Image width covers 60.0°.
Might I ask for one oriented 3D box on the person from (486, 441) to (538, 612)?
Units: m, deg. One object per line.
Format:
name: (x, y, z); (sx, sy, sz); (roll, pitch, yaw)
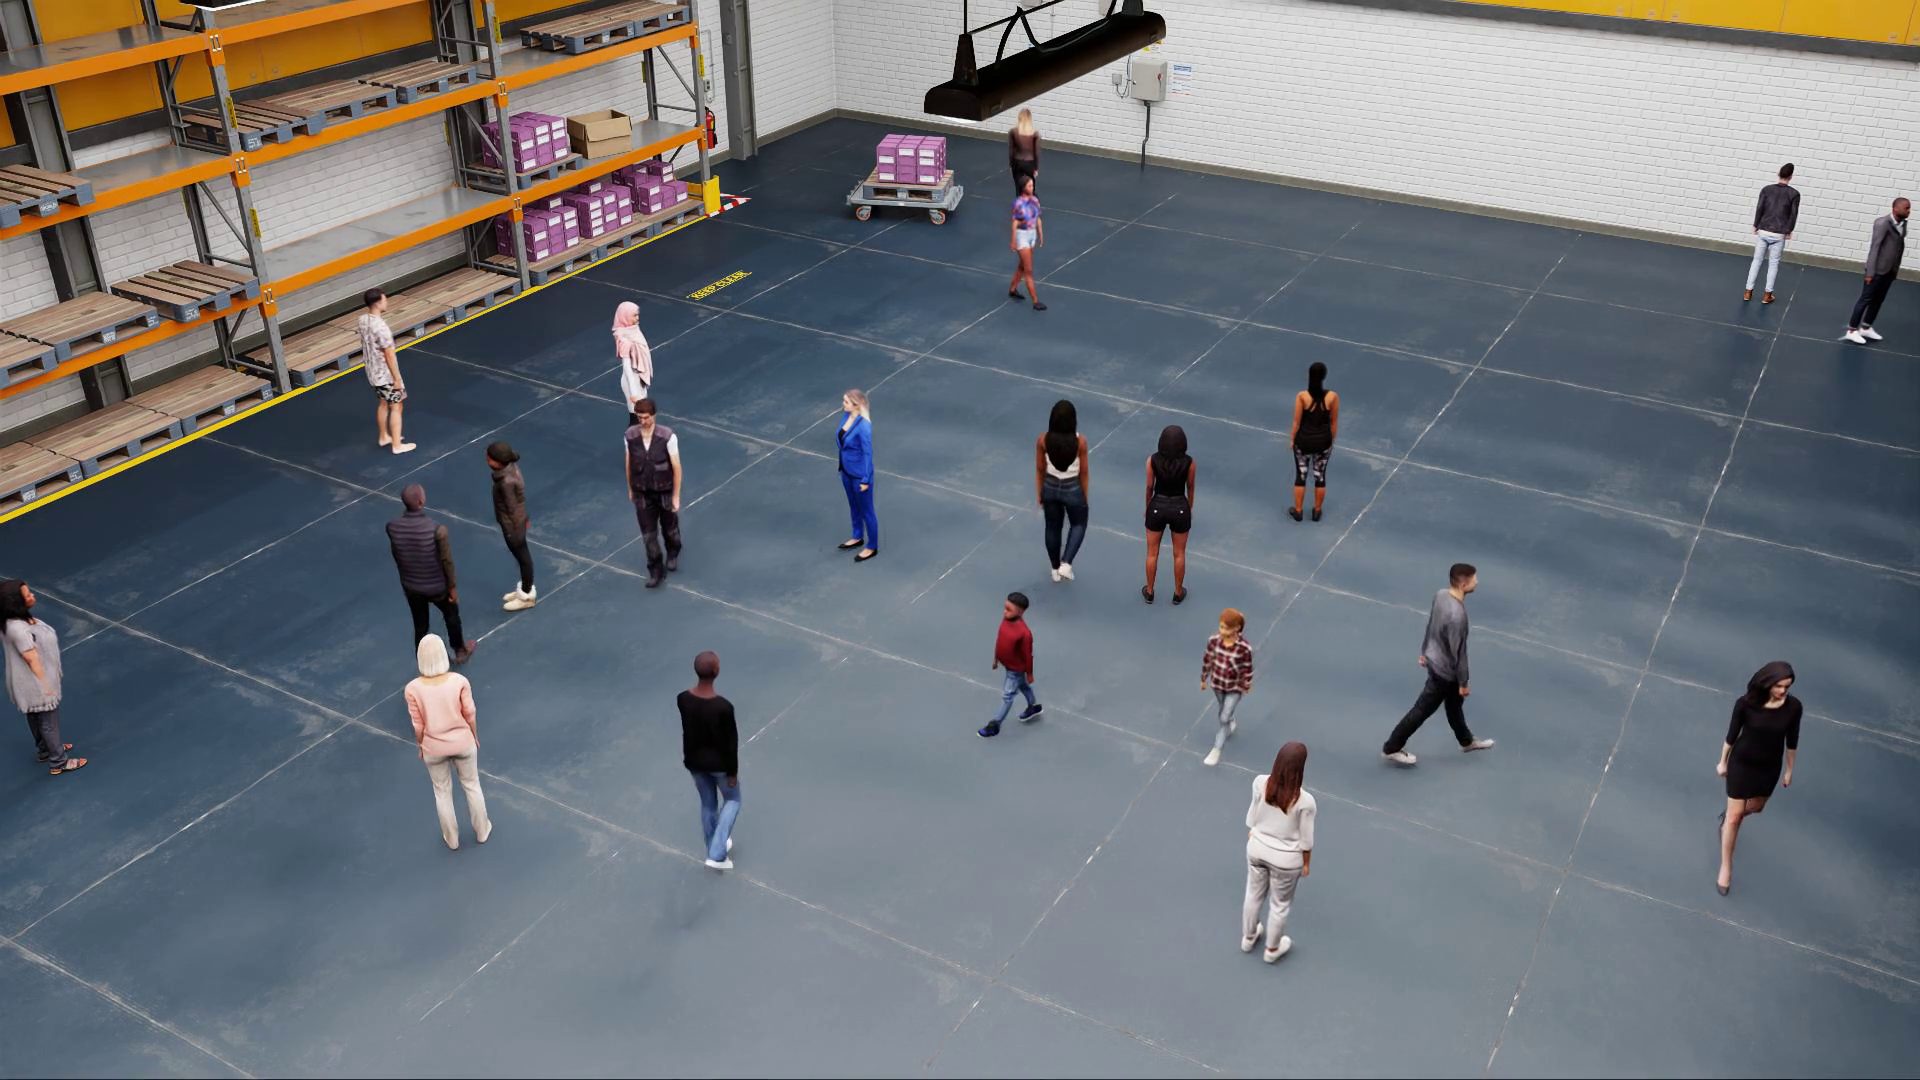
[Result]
person: (-3.982, -0.121, 14.675); (0.731, 1.660, 0.667); (21, 35, 34)

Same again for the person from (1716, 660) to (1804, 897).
person: (5.469, 1.548, 11.486); (0.819, 1.785, 1.044); (4, 29, 8)

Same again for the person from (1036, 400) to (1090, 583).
person: (0.919, -0.383, 15.009); (0.746, 1.801, 0.820); (8, 30, 14)

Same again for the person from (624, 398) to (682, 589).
person: (-2.763, -0.485, 15.165); (0.907, 1.831, 1.003); (1, 29, 1)

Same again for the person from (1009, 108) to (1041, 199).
person: (0.928, -5.450, 24.416); (0.728, 1.687, 0.781); (3, 29, 5)

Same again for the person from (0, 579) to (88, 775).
person: (-7.050, 1.021, 12.635); (0.697, 1.609, 0.726); (25, 37, 38)

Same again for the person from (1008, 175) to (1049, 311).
person: (0.799, -3.857, 21.482); (1.060, 1.701, 0.865); (-24, 37, -37)

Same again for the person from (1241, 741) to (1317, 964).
person: (2.037, 2.013, 10.734); (0.599, 1.688, 0.548); (17, 33, 28)

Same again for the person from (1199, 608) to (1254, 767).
person: (2.101, 1.072, 12.901); (0.567, 1.266, 0.917); (18, 34, 30)

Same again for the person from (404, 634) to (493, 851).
person: (-3.627, 1.427, 11.770); (0.663, 1.725, 0.732); (-9, 30, -16)

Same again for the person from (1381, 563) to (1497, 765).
person: (3.577, 0.983, 12.597); (1.105, 1.712, 1.179); (-1, 29, -2)

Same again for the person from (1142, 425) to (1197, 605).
person: (1.852, -0.229, 14.790); (0.663, 1.741, 0.649); (3, 29, 6)

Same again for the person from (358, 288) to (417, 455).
person: (-6.108, -1.784, 17.571); (0.726, 1.807, 0.645); (24, 36, 36)

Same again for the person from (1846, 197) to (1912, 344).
person: (11.277, -3.327, 20.391); (0.744, 1.815, 0.860); (-13, 31, -23)

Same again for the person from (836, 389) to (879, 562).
person: (-0.949, -0.634, 15.575); (0.699, 1.699, 0.698); (-17, 33, -28)

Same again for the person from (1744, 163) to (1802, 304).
person: (10.543, -3.984, 21.573); (0.676, 1.836, 0.575); (19, 34, 31)

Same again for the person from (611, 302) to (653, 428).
person: (-3.384, -1.608, 17.252); (0.795, 1.804, 0.700); (0, 29, -1)

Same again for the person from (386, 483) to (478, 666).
person: (-4.377, 0.427, 13.516); (0.938, 1.809, 1.085); (3, 29, 5)

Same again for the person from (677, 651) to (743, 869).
person: (-1.754, 1.585, 11.469); (0.692, 1.737, 0.811); (8, 30, 14)

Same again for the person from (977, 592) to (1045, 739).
person: (0.486, 0.957, 13.149); (0.947, 1.229, 0.785); (-15, 32, -25)

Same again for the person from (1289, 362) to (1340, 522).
person: (3.446, -0.970, 16.227); (0.660, 1.665, 0.658); (1, 29, 2)
